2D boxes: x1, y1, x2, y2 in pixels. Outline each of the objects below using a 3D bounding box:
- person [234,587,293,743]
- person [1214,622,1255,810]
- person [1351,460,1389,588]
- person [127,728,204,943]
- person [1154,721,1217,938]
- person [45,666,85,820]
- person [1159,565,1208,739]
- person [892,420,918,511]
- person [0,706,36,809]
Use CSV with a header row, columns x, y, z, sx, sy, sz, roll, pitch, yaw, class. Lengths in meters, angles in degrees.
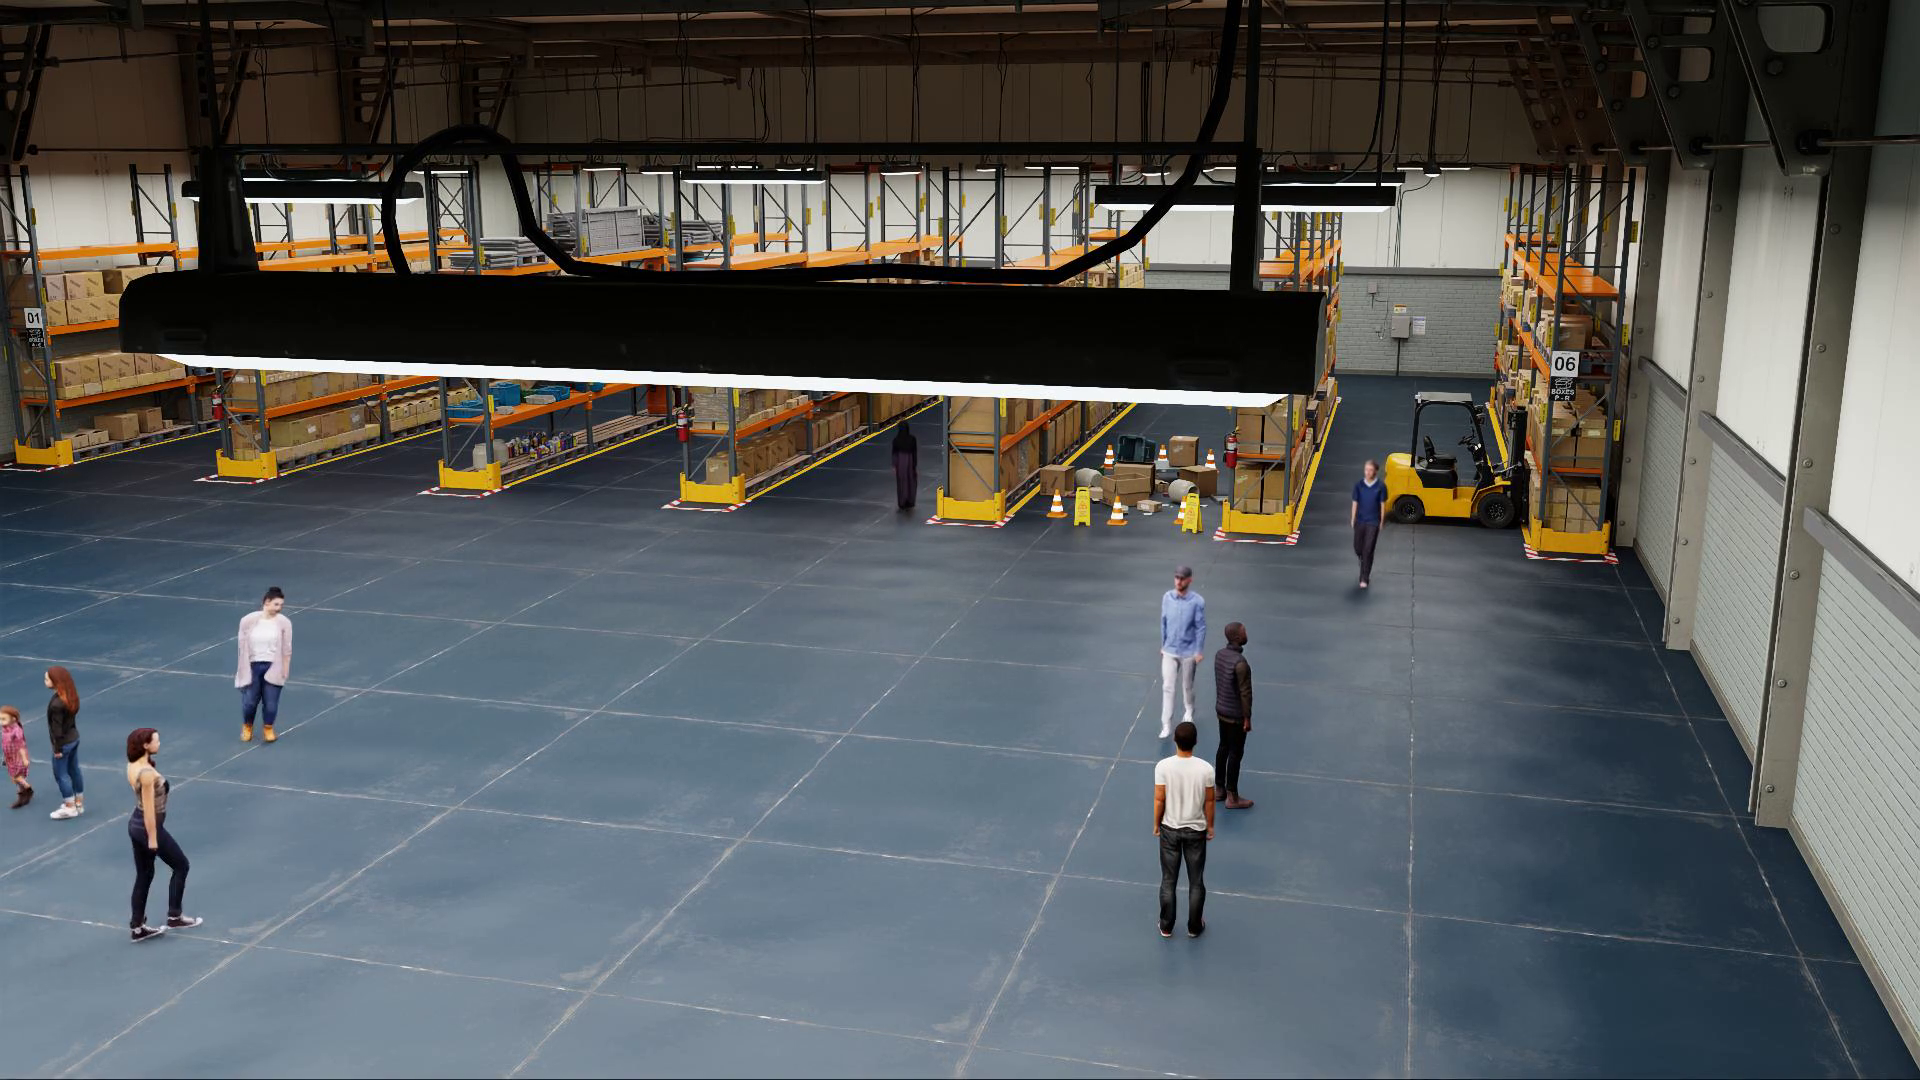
x,y,z,sx,sy,sz,roll,pitch,yaw,class
-7.499,1.352,17.849,0.890,1.693,0.904,-1,13,-5,person
2.642,1.679,16.120,0.836,1.836,0.728,-5,14,-19,person
6.012,-0.260,24.465,0.770,1.850,1.056,6,14,24,person
-6.586,2.378,13.294,0.893,1.750,0.816,-13,18,-43,person
1.799,2.324,13.406,0.673,1.804,0.578,1,13,6,person
-8.529,1.909,15.913,0.697,1.481,0.582,-2,13,-7,person
2.450,1.193,18.197,0.760,1.846,1.165,6,14,23,person
-0.987,-1.330,29.616,0.705,1.609,0.797,1,13,3,person
-9.130,2.090,16.165,0.472,1.014,0.495,7,15,26,person
